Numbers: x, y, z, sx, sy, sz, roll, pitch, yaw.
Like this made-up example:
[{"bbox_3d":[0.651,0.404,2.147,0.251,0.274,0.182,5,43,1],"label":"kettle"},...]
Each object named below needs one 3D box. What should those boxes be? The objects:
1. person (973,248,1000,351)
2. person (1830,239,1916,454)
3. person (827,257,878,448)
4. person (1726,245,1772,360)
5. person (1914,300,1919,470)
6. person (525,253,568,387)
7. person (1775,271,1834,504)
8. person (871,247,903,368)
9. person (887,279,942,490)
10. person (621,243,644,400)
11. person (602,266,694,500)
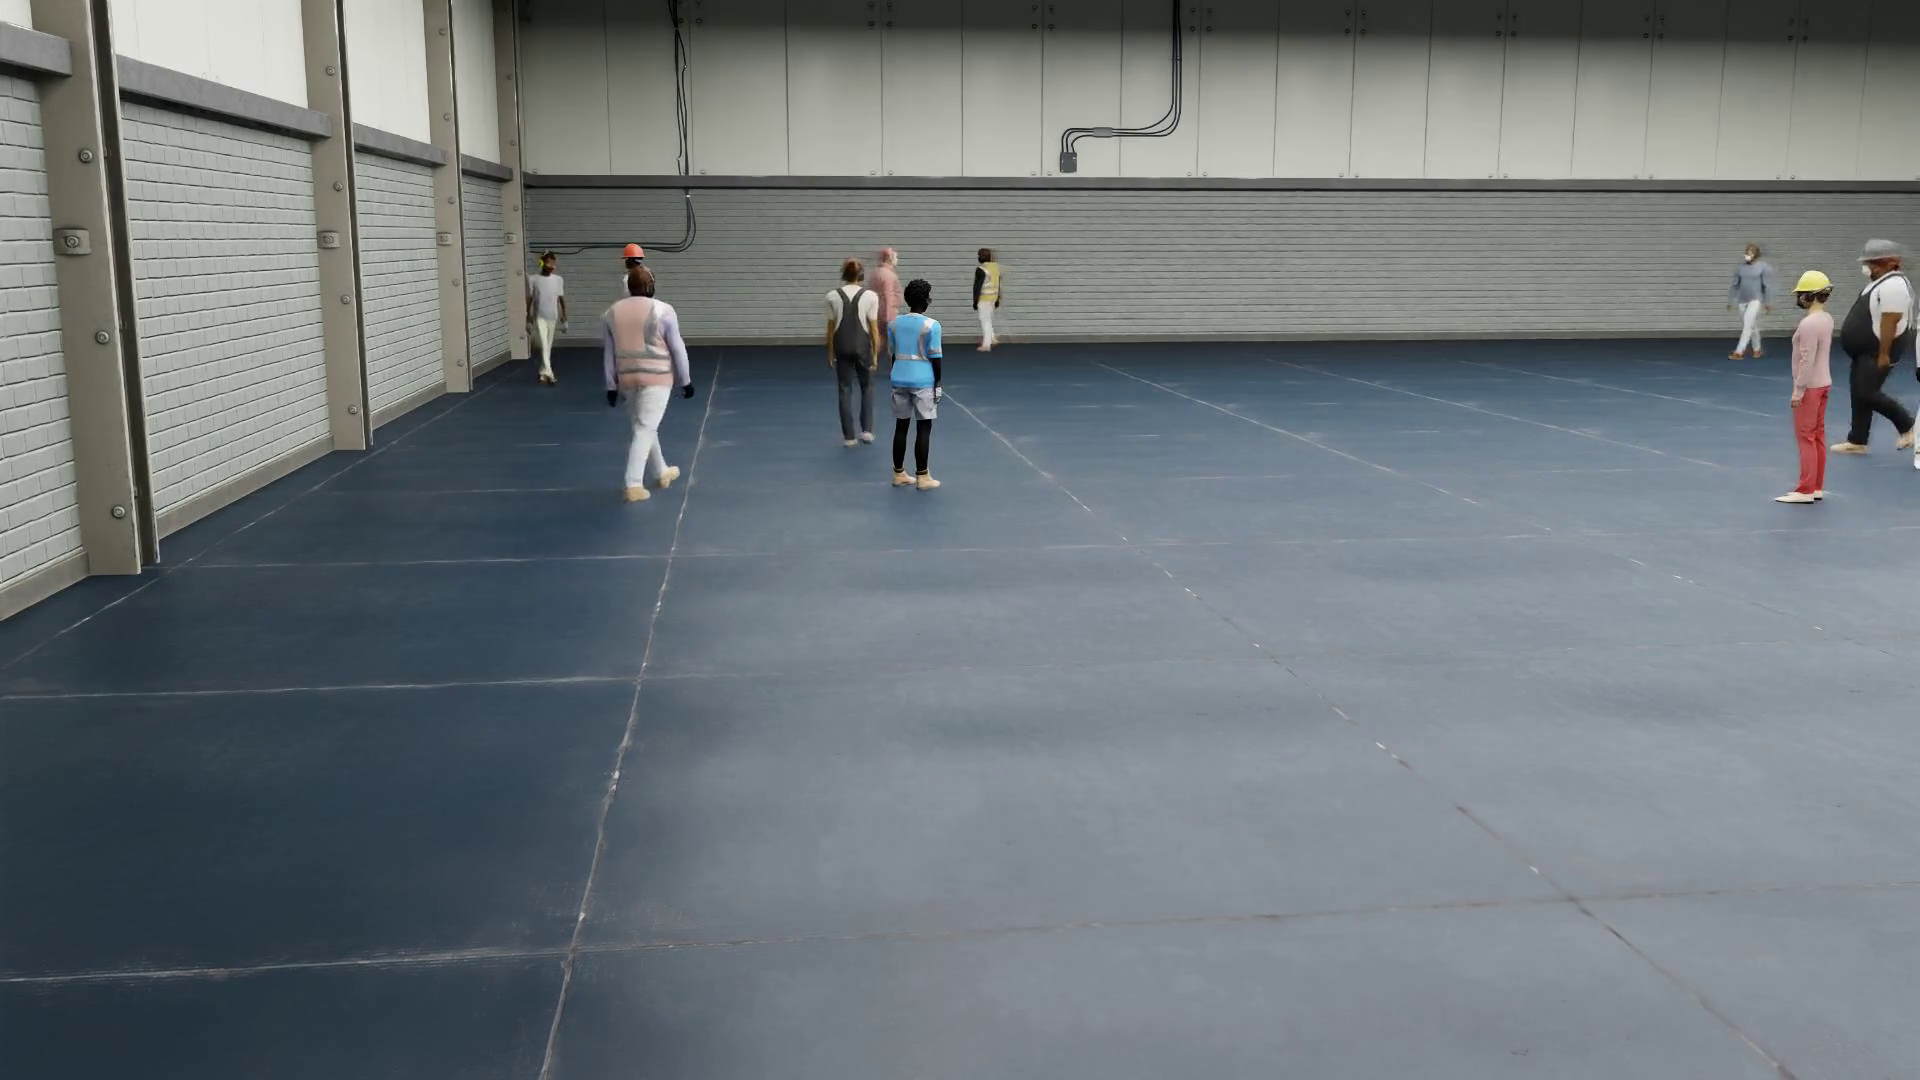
[{"bbox_3d":[0.449,-4.257,29.492,0.452,1.828,0.656,7,12,33],"label":"person"},{"bbox_3d":[8.498,-1.785,15.358,0.674,2.000,0.696,3,11,15],"label":"person"},{"bbox_3d":[-1.029,-1.808,16.094,0.510,1.827,0.636,0,10,2],"label":"person"},{"bbox_3d":[13.094,-3.928,27.523,0.991,1.899,0.644,-6,12,-30],"label":"person"},{"bbox_3d":[8.604,-1.562,14.444,0.587,1.928,0.362,0,10,1],"label":"person"},{"bbox_3d":[-5.651,-3.011,22.740,0.543,1.817,1.004,-6,12,-29],"label":"person"},{"bbox_3d":[6.449,-1.158,12.677,0.326,1.767,0.533,9,14,42],"label":"person"},{"bbox_3d":[-1.094,-3.206,23.587,0.762,1.889,0.647,-4,11,-19],"label":"person"},{"bbox_3d":[-0.355,-1.249,13.386,0.530,1.689,0.321,7,13,35],"label":"person"},{"bbox_3d":[-4.016,-2.700,20.656,0.379,1.937,0.547,4,11,20],"label":"person"},{"bbox_3d":[-2.429,-1.232,13.028,0.629,1.793,0.972,5,11,24],"label":"person"}]
